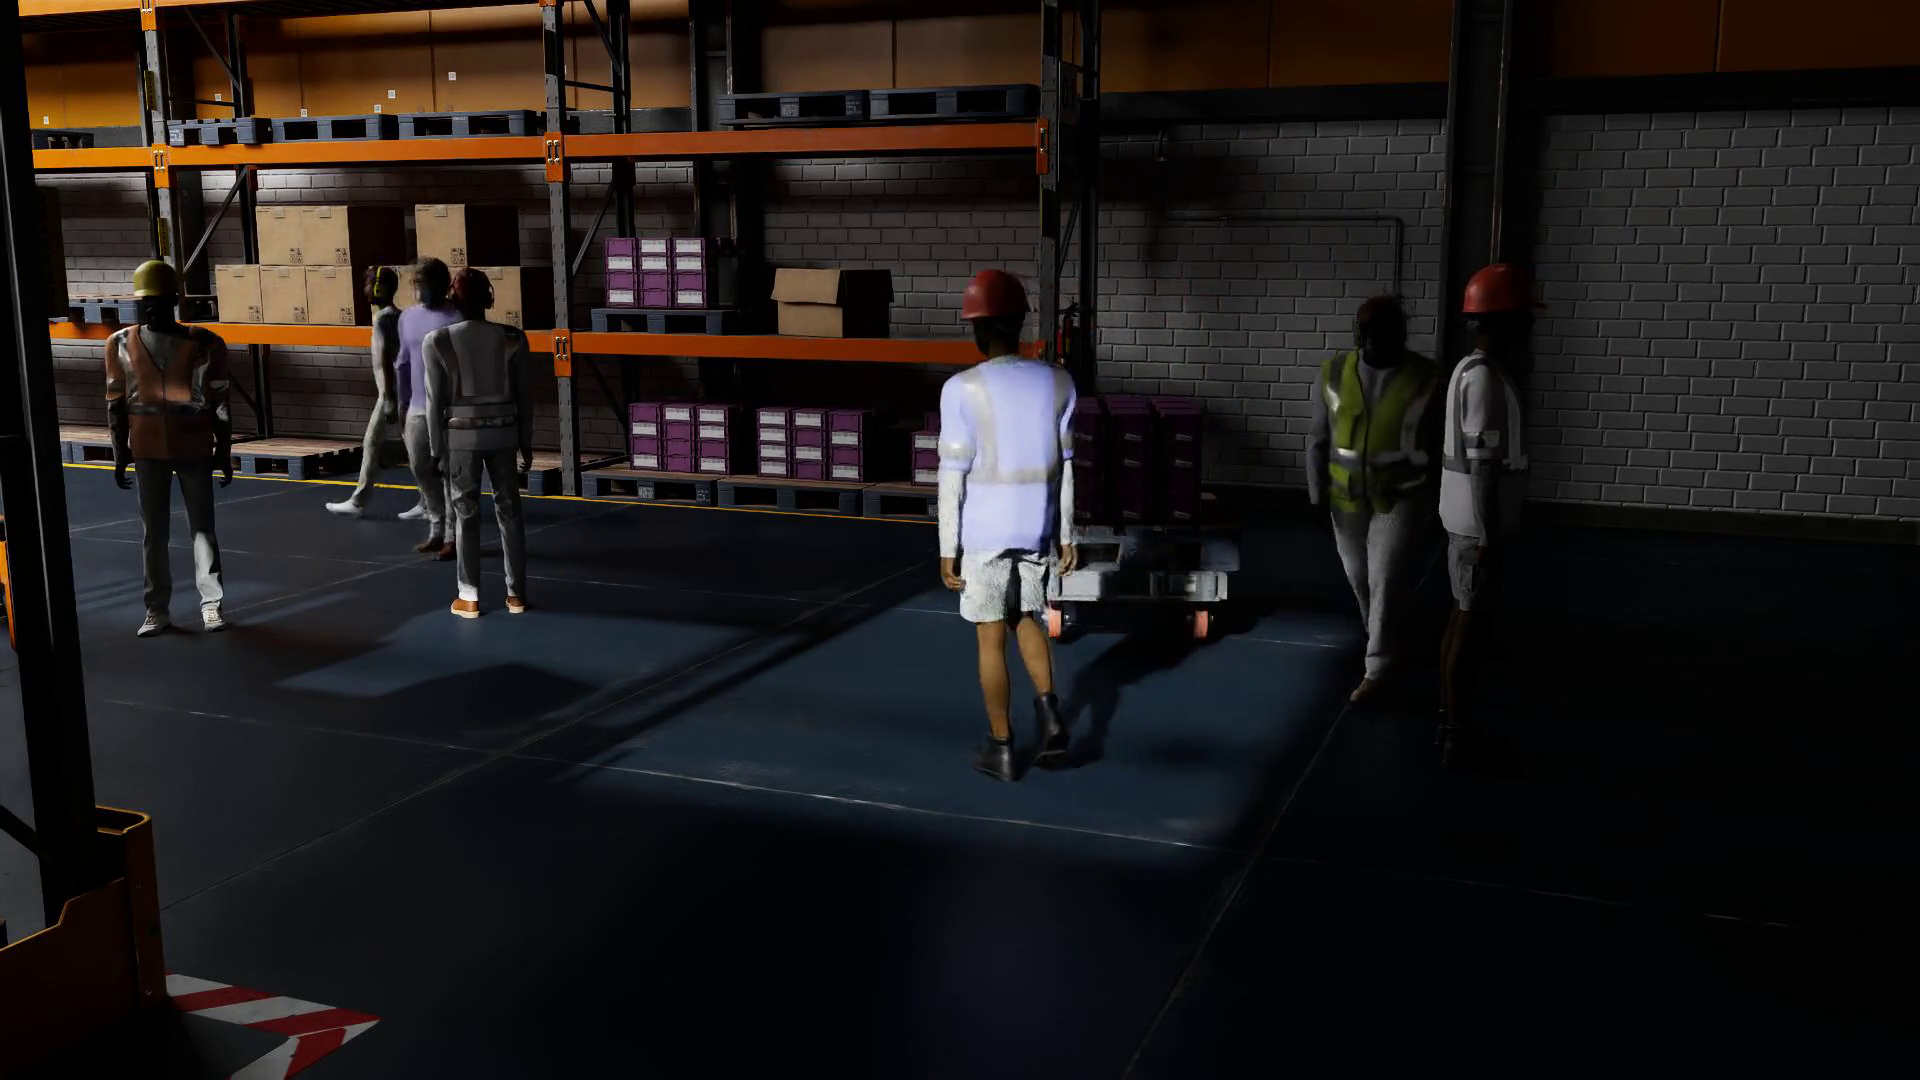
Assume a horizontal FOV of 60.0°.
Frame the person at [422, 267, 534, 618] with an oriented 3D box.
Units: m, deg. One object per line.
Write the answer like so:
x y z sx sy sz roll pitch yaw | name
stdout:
-2.587 -0.518 8.984 0.575 1.885 0.355 -5 12 -28 | person

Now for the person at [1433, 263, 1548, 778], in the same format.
2.018 -0.074 6.362 0.360 1.938 0.546 2 10 12 | person

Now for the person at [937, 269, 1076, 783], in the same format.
0.171 -0.036 6.181 0.561 1.922 0.455 -5 11 -26 | person

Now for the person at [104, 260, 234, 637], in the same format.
-4.057 -0.466 8.570 0.589 1.927 0.368 -3 11 -19 | person

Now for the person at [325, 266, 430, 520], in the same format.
-4.226 -1.051 12.070 0.891 1.835 0.562 1 10 7 | person

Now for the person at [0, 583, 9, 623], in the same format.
-5.286 -0.476 8.746 0.579 1.884 0.352 9 14 42 | person

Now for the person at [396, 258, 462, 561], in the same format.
-3.332 -0.821 10.629 0.704 1.916 0.400 5 11 25 | person

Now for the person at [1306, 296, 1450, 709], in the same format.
1.906 -0.204 7.520 0.635 1.801 0.919 6 12 32 | person
